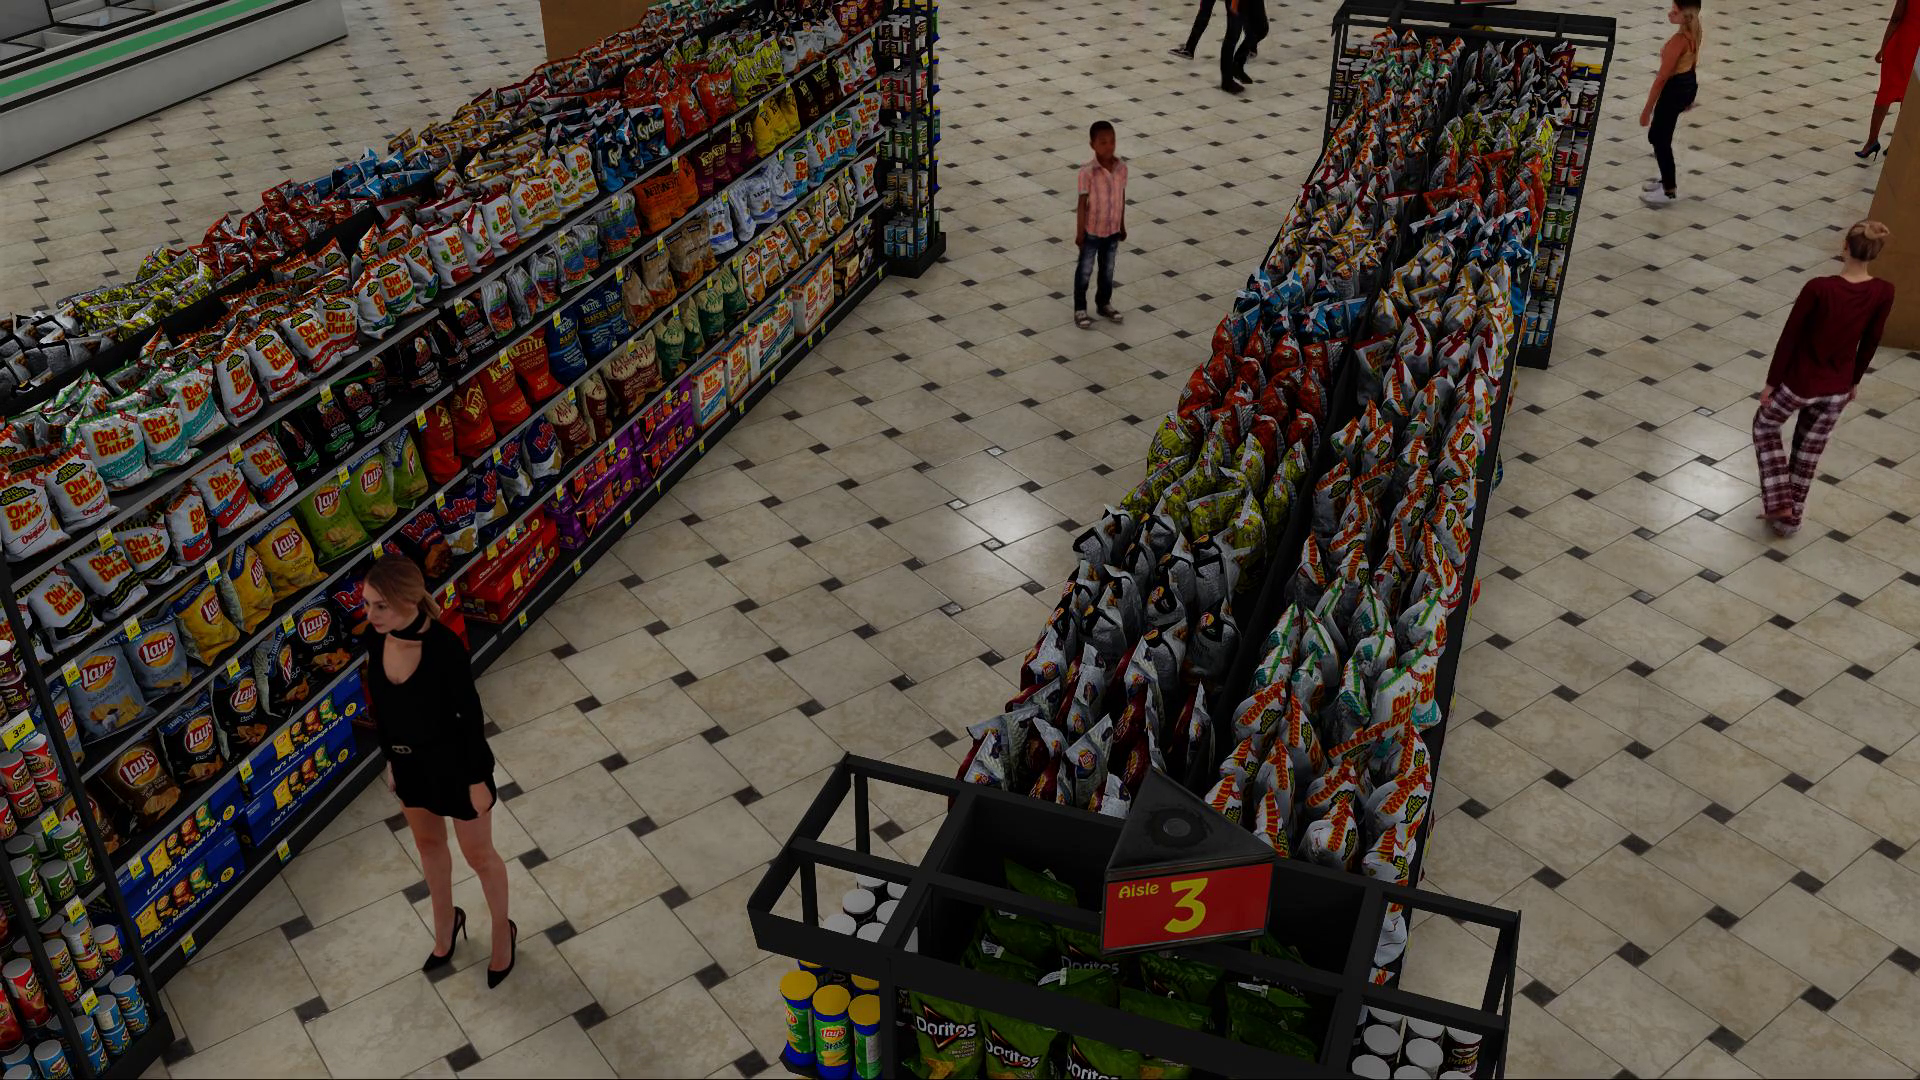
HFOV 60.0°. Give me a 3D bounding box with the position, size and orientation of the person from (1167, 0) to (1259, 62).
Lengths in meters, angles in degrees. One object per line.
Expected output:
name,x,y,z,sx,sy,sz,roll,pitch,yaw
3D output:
person,2.565,-5.291,15.339,1.161,1.790,1.150,-11,33,-17

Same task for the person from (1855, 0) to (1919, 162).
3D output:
person,7.463,-3.862,13.085,0.631,1.744,0.619,-2,32,-3

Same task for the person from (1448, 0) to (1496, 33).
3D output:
person,3.588,-3.157,12.039,0.993,1.654,1.041,-12,34,-18

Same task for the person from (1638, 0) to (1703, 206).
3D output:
person,5.252,-3.195,12.166,0.600,1.582,0.786,-23,39,-32

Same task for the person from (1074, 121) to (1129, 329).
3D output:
person,0.886,-2.001,10.508,0.576,1.307,0.636,-14,34,-21

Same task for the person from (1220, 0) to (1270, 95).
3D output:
person,2.425,-4.833,14.614,0.721,1.777,0.834,-24,39,-33

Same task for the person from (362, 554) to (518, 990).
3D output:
person,-1.750,0.785,5.594,0.566,1.768,0.519,12,34,18

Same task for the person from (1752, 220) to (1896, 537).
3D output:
person,4.202,-0.739,8.119,0.728,1.689,0.727,2,32,3
